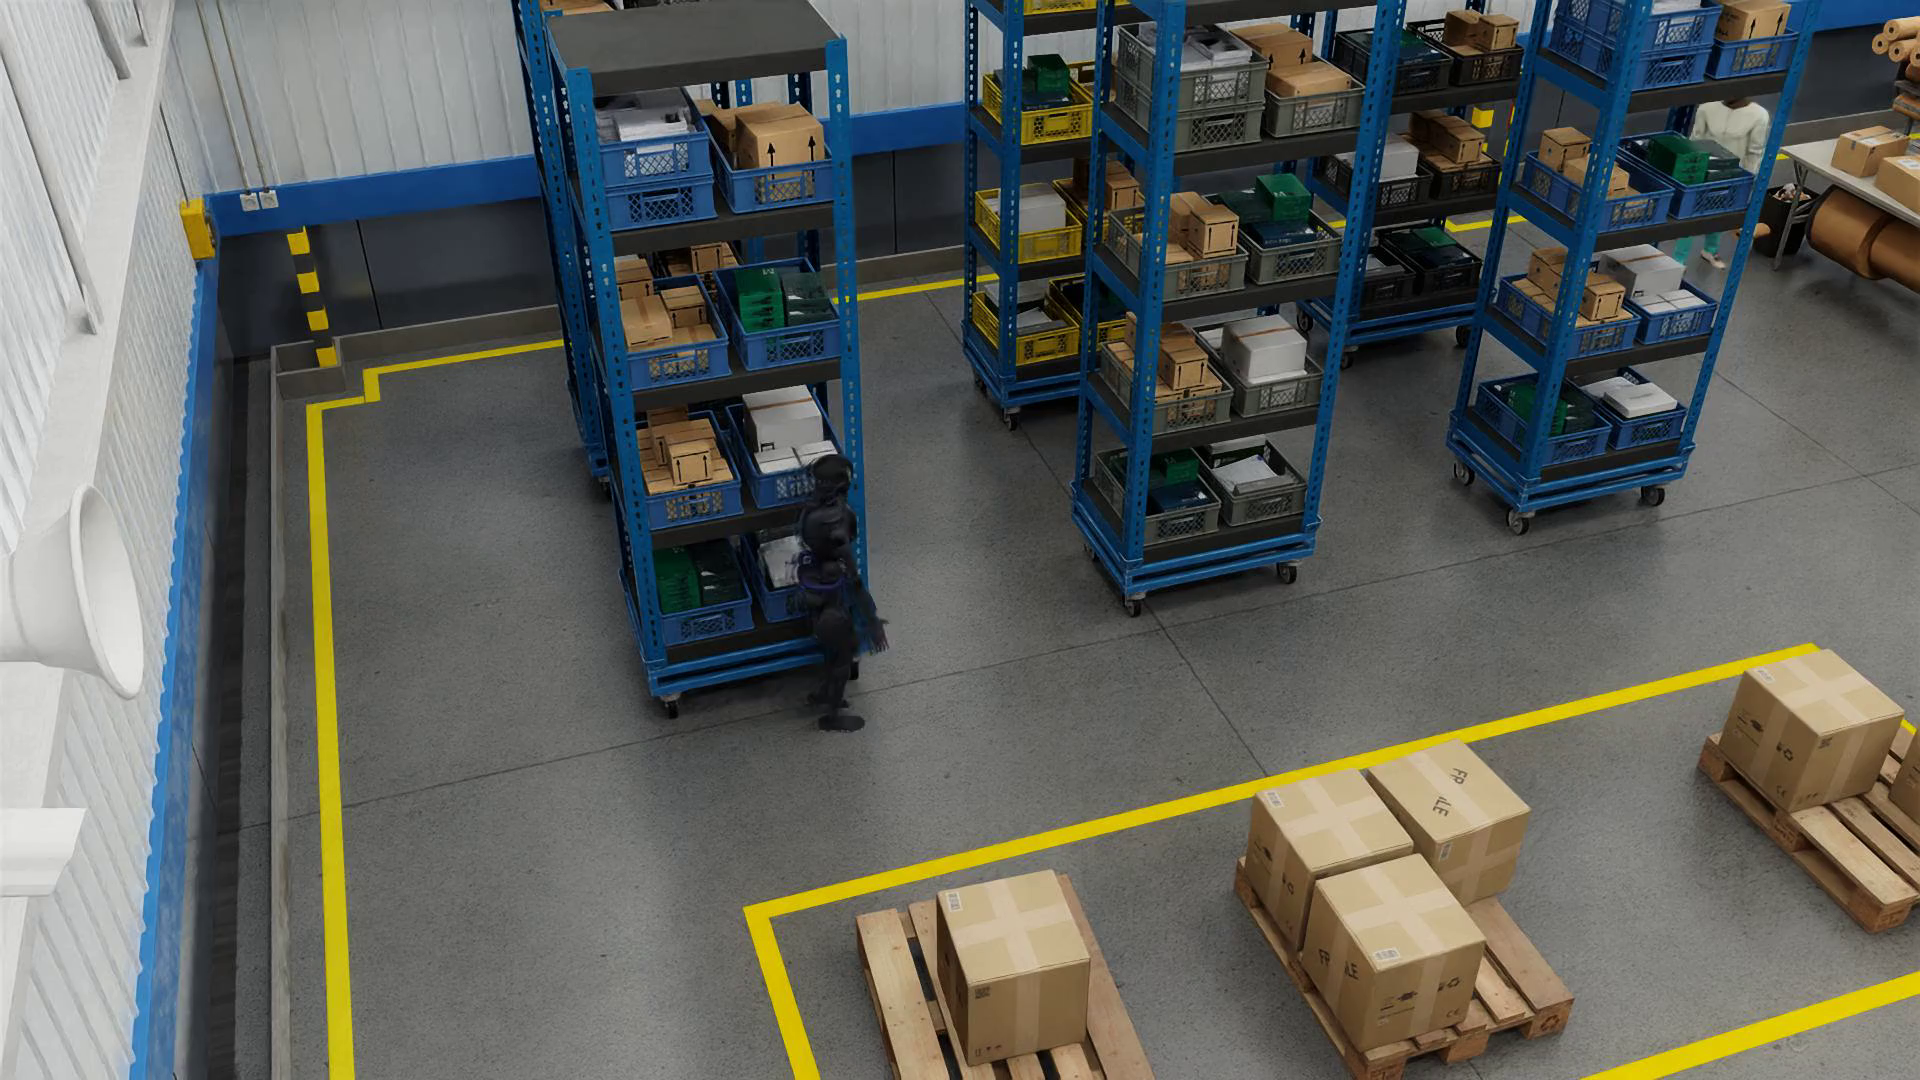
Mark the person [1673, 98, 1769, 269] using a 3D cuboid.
[{"bbox_3d":[5.877,-2.872,12.865,0.541,1.723,0.630,16,38,22],"label":"person"}]

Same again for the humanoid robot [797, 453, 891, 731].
[{"bbox_3d":[-0.574,0.265,8.446,0.477,1.650,0.588,-6,36,-8],"label":"humanoid robot"}]
